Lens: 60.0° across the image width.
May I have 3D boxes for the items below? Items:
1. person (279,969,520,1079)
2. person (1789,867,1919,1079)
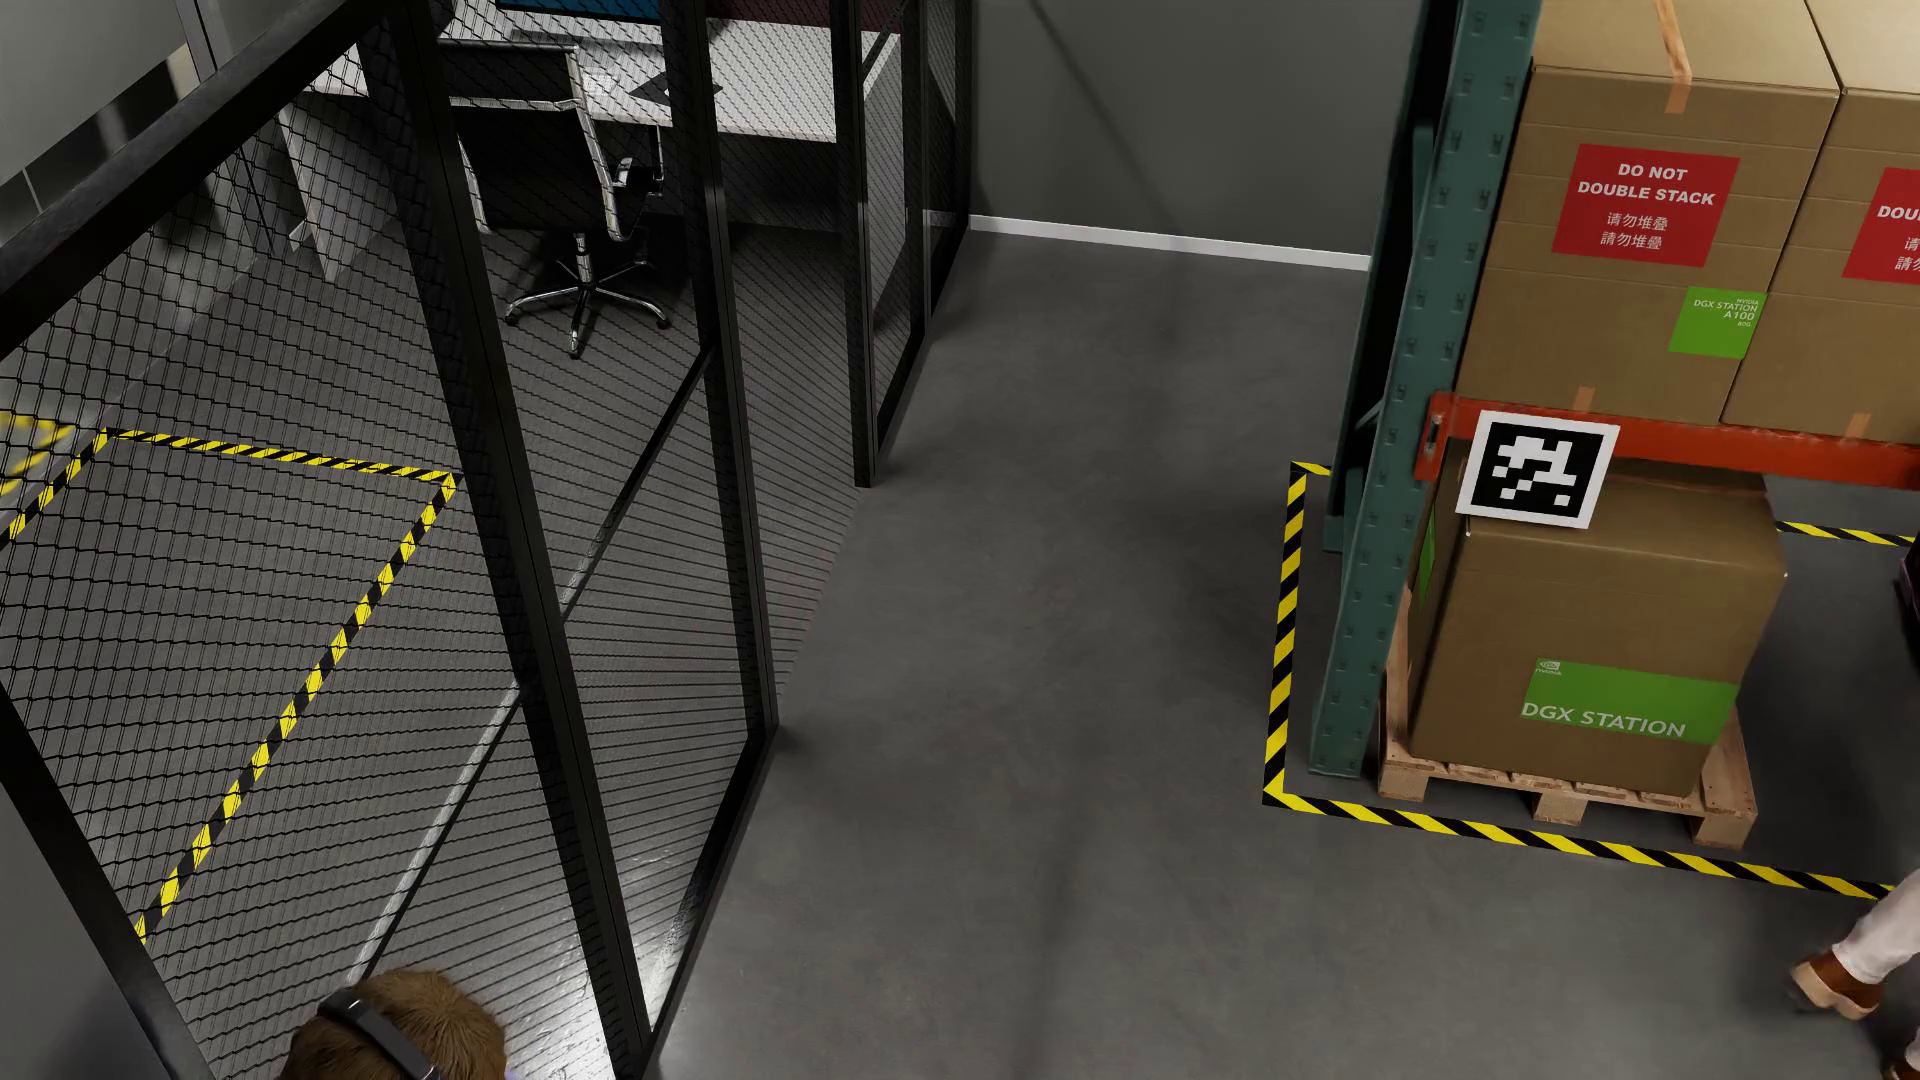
[{"bbox_3d":[-0.528,1.158,2.164,0.638,1.938,0.356,19,44,20],"label":"person"},{"bbox_3d":[2.098,0.409,2.996,0.441,1.977,0.636,-3,41,-4],"label":"person"}]
